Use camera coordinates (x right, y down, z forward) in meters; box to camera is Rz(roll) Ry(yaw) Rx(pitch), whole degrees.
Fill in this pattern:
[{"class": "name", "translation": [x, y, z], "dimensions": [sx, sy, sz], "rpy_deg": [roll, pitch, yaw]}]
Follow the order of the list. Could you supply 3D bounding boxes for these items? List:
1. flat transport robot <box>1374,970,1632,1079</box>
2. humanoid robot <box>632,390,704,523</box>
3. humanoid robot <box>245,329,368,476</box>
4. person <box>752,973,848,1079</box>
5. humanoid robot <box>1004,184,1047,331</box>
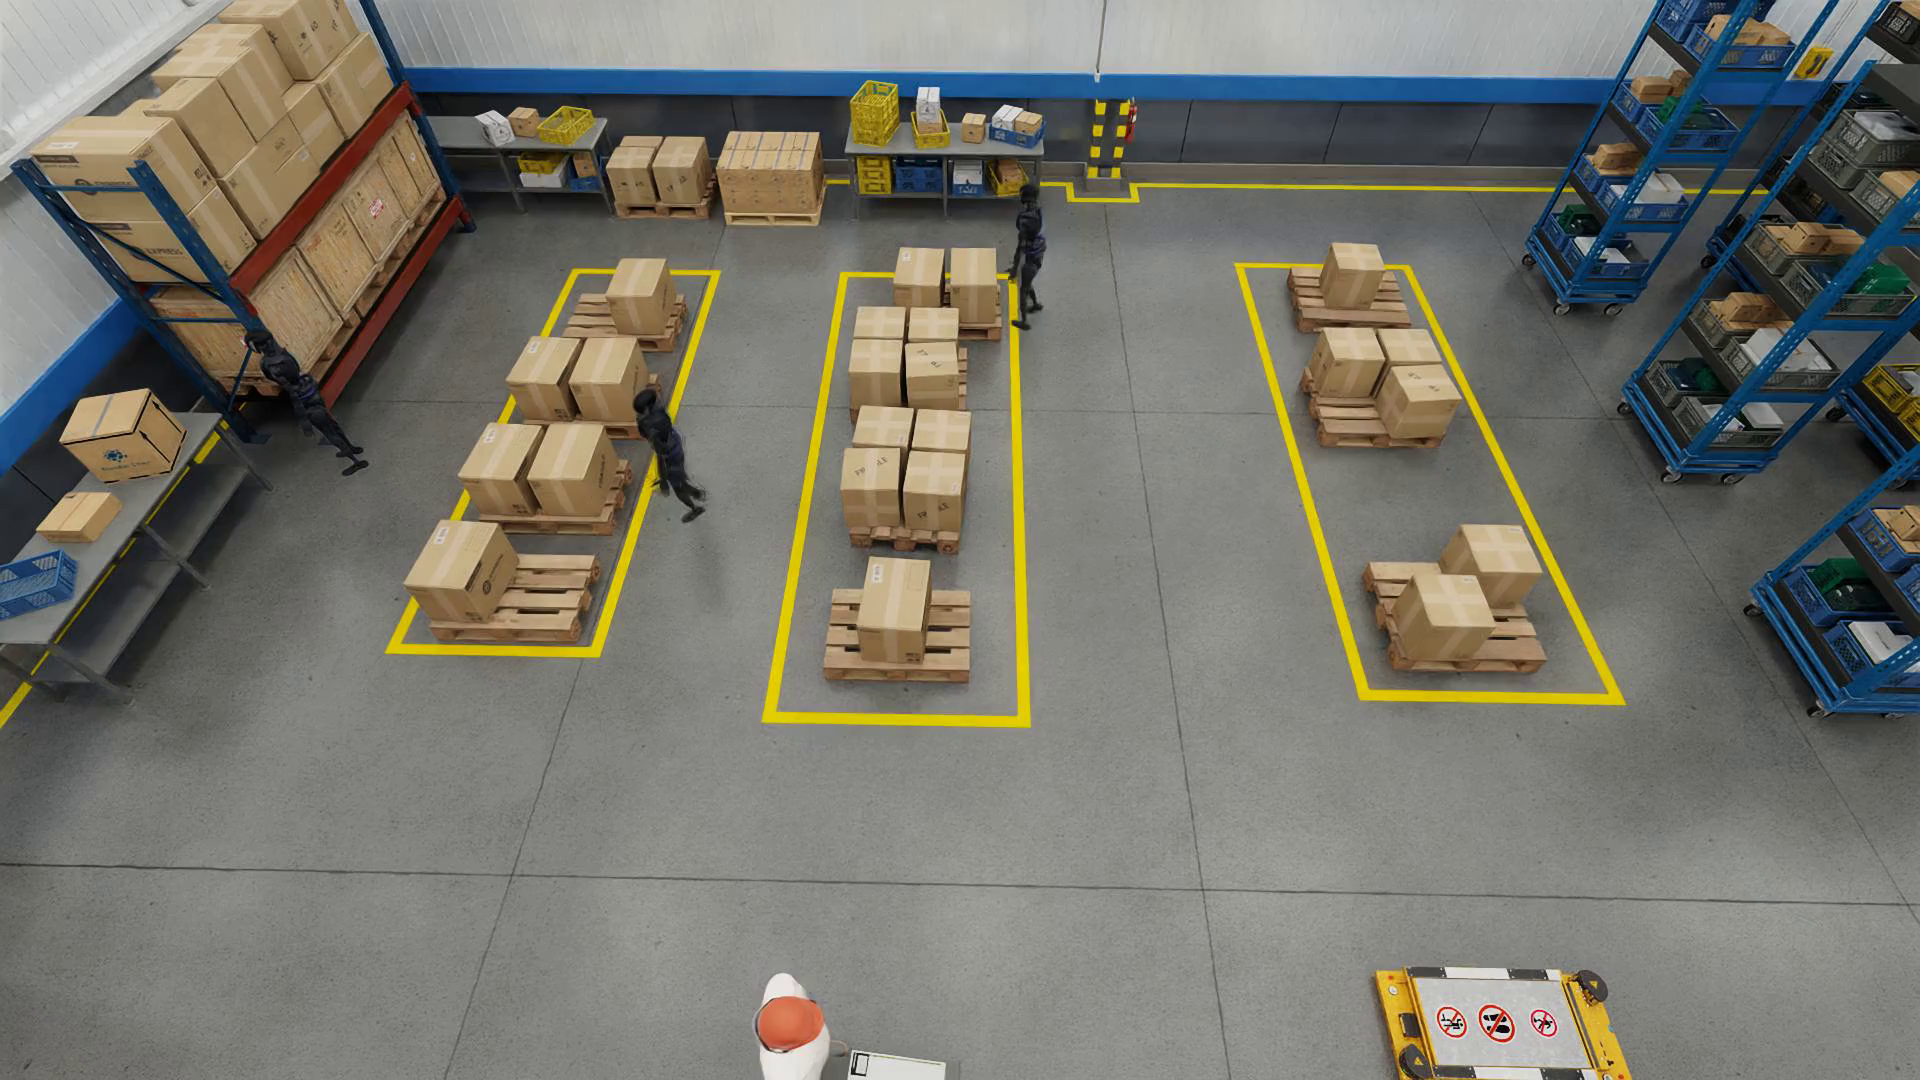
[{"class": "flat transport robot", "translation": [3.501, 3.133, 5.914], "dimensions": [1.431, 0.197, 0.652], "rpy_deg": [1, 51, 1]}, {"class": "humanoid robot", "translation": [-2.648, -0.757, 8.210], "dimensions": [0.387, 1.632, 0.647], "rpy_deg": [-15, 52, -12]}, {"class": "humanoid robot", "translation": [-6.168, -1.299, 8.627], "dimensions": [0.327, 1.657, 0.584], "rpy_deg": [-25, 55, -19]}, {"class": "person", "translation": [-0.859, 2.842, 5.066], "dimensions": [0.394, 1.990, 0.616], "rpy_deg": [-7, 51, -6]}, {"class": "humanoid robot", "translation": [0.739, -3.143, 10.147], "dimensions": [0.396, 1.637, 0.674], "rpy_deg": [14, 52, 11]}]
